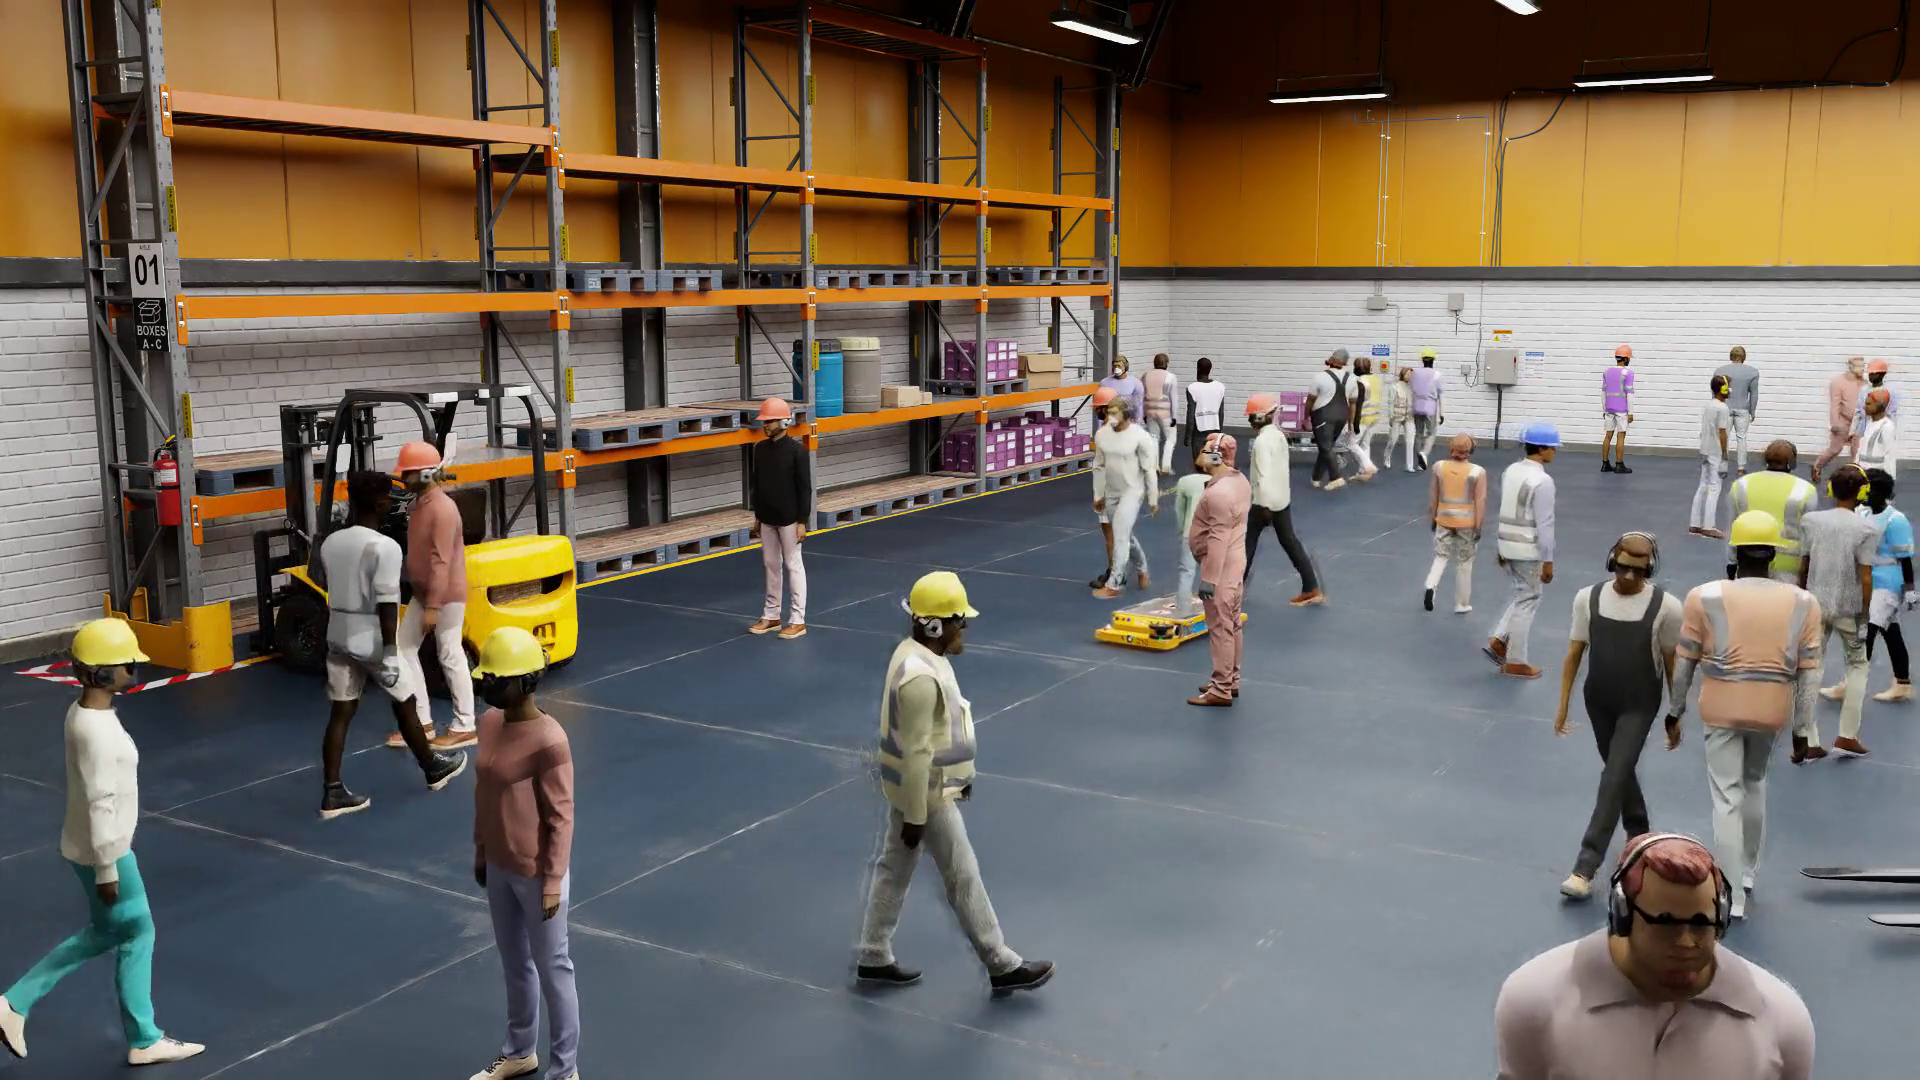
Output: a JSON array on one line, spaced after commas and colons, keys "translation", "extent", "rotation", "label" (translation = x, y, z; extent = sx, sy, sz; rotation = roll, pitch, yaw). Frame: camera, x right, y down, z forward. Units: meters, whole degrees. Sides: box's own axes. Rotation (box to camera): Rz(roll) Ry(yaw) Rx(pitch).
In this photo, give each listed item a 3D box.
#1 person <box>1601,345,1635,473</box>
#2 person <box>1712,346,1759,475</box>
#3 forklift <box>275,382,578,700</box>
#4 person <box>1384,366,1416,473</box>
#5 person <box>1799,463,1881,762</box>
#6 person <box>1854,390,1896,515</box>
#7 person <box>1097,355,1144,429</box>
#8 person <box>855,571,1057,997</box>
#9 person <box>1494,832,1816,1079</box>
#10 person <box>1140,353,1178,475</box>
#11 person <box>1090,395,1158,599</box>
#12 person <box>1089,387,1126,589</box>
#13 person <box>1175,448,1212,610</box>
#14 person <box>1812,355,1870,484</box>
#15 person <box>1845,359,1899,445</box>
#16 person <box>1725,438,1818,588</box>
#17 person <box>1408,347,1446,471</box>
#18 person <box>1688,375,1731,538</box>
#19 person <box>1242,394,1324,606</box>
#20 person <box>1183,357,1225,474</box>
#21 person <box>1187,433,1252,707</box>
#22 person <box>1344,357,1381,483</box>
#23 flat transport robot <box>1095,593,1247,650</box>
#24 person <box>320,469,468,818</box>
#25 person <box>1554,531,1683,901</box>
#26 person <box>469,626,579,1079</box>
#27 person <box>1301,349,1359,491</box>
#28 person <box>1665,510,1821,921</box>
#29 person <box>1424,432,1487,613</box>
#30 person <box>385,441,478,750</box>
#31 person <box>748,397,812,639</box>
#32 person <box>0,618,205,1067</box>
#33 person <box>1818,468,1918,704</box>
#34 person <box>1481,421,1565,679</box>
[{"translation": [9.961, -1.974, 25.119], "extent": [0.372, 1.935, 0.551], "rotation": [-5, 10, -27], "label": "person"}, {"translation": [11.558, -1.929, 24.842], "extent": [0.629, 1.937, 0.376], "rotation": [4, 10, 25], "label": "person"}, {"translation": [-3.974, -0.067, 12.417], "extent": [2.313, 2.155, 1.214], "rotation": [5, 11, 30], "label": "forklift"}, {"translation": [6.743, -1.857, 25.406], "extent": [0.511, 1.607, 0.759], "rotation": [-1, 9, -5], "label": "person"}, {"translation": [5.429, 0.443, 10.303], "extent": [0.650, 1.848, 0.515], "rotation": [-8, 12, -40], "label": "person"}, {"translation": [9.309, -0.620, 17.027], "extent": [0.999, 1.829, 0.582], "rotation": [3, 10, 18], "label": "person"}, {"translation": [2.114, -1.488, 22.082], "extent": [0.630, 1.940, 0.372], "rotation": [3, 10, 20], "label": "person"}, {"translation": [-0.032, 1.012, 6.907], "extent": [0.893, 1.786, 0.612], "rotation": [-1, 9, -4], "label": "person"}, {"translation": [1.442, 1.509, 3.544], "extent": [0.650, 1.889, 0.592], "rotation": [2, 9, 14], "label": "person"}, {"translation": [2.970, -1.856, 24.713], "extent": [0.638, 1.838, 0.461], "rotation": [6, 11, 31], "label": "person"}, {"translation": [1.579, -0.420, 15.597], "extent": [0.933, 1.905, 0.639], "rotation": [-9, 13, -44], "label": "person"}, {"translation": [1.409, -0.498, 15.914], "extent": [0.375, 1.933, 0.550], "rotation": [4, 10, 23], "label": "person"}, {"translation": [2.034, -0.003, 13.956], "extent": [0.525, 1.583, 0.785], "rotation": [3, 9, 16], "label": "person"}, {"translation": [12.392, -1.649, 23.270], "extent": [0.640, 1.882, 0.832], "rotation": [-2, 9, -9], "label": "person"}, {"translation": [11.716, -1.377, 21.458], "extent": [0.896, 1.905, 0.545], "rotation": [-2, 9, -15], "label": "person"}, {"translation": [5.889, 0.166, 12.138], "extent": [0.721, 1.823, 0.632], "rotation": [-9, 13, -43], "label": "person"}, {"translation": [7.035, -1.968, 25.186], "extent": [0.606, 1.900, 0.602], "rotation": [6, 11, 32], "label": "person"}, {"translation": [8.614, -0.952, 19.017], "extent": [0.345, 1.852, 0.596], "rotation": [-1, 9, -5], "label": "person"}, {"translation": [2.829, -0.356, 15.085], "extent": [1.068, 1.931, 0.621], "rotation": [6, 11, 34], "label": "person"}, {"translation": [3.186, -1.411, 21.665], "extent": [0.587, 1.920, 0.394], "rotation": [-5, 10, -27], "label": "person"}, {"translation": [1.794, 0.205, 11.609], "extent": [0.405, 1.911, 0.636], "rotation": [4, 10, 23], "label": "person"}, {"translation": [5.783, -1.706, 23.803], "extent": [0.461, 1.830, 0.646], "rotation": [8, 12, 42], "label": "person"}, {"translation": [1.780, 0.659, 13.869], "extent": [0.652, 0.197, 1.431], "rotation": [7, 11, 36], "label": "flat transport robot"}, {"translation": [-3.261, 0.550, 9.409], "extent": [0.635, 1.913, 0.987], "rotation": [5, 10, 29], "label": "person"}, {"translation": [3.225, 0.826, 8.150], "extent": [0.547, 1.785, 0.953], "rotation": [8, 12, 43], "label": "person"}, {"translation": [-1.585, 1.175, 5.997], "extent": [0.525, 1.769, 0.308], "rotation": [8, 12, 41], "label": "person"}, {"translation": [5.185, -1.723, 23.228], "extent": [0.712, 2.000, 0.869], "rotation": [-4, 10, -22], "label": "person"}, {"translation": [3.692, 0.804, 7.911], "extent": [0.596, 1.898, 0.743], "rotation": [1, 9, 6], "label": "person"}, {"translation": [4.344, -0.136, 14.600], "extent": [0.524, 1.625, 0.575], "rotation": [7, 12, 38], "label": "person"}, {"translation": [-3.370, 0.369, 10.403], "extent": [0.675, 1.972, 0.618], "rotation": [-7, 12, -38], "label": "person"}, {"translation": [-1.493, -0.182, 13.755], "extent": [0.612, 1.995, 0.393], "rotation": [7, 12, 39], "label": "person"}, {"translation": [-3.270, 1.157, 6.194], "extent": [0.648, 1.746, 0.530], "rotation": [-5, 11, -31], "label": "person"}, {"translation": [6.320, 0.330, 11.580], "extent": [0.785, 1.654, 0.553], "rotation": [1, 9, 5], "label": "person"}, {"translation": [4.208, 0.080, 12.306], "extent": [0.440, 1.930, 0.640], "rotation": [-1, 9, -7], "label": "person"}]
